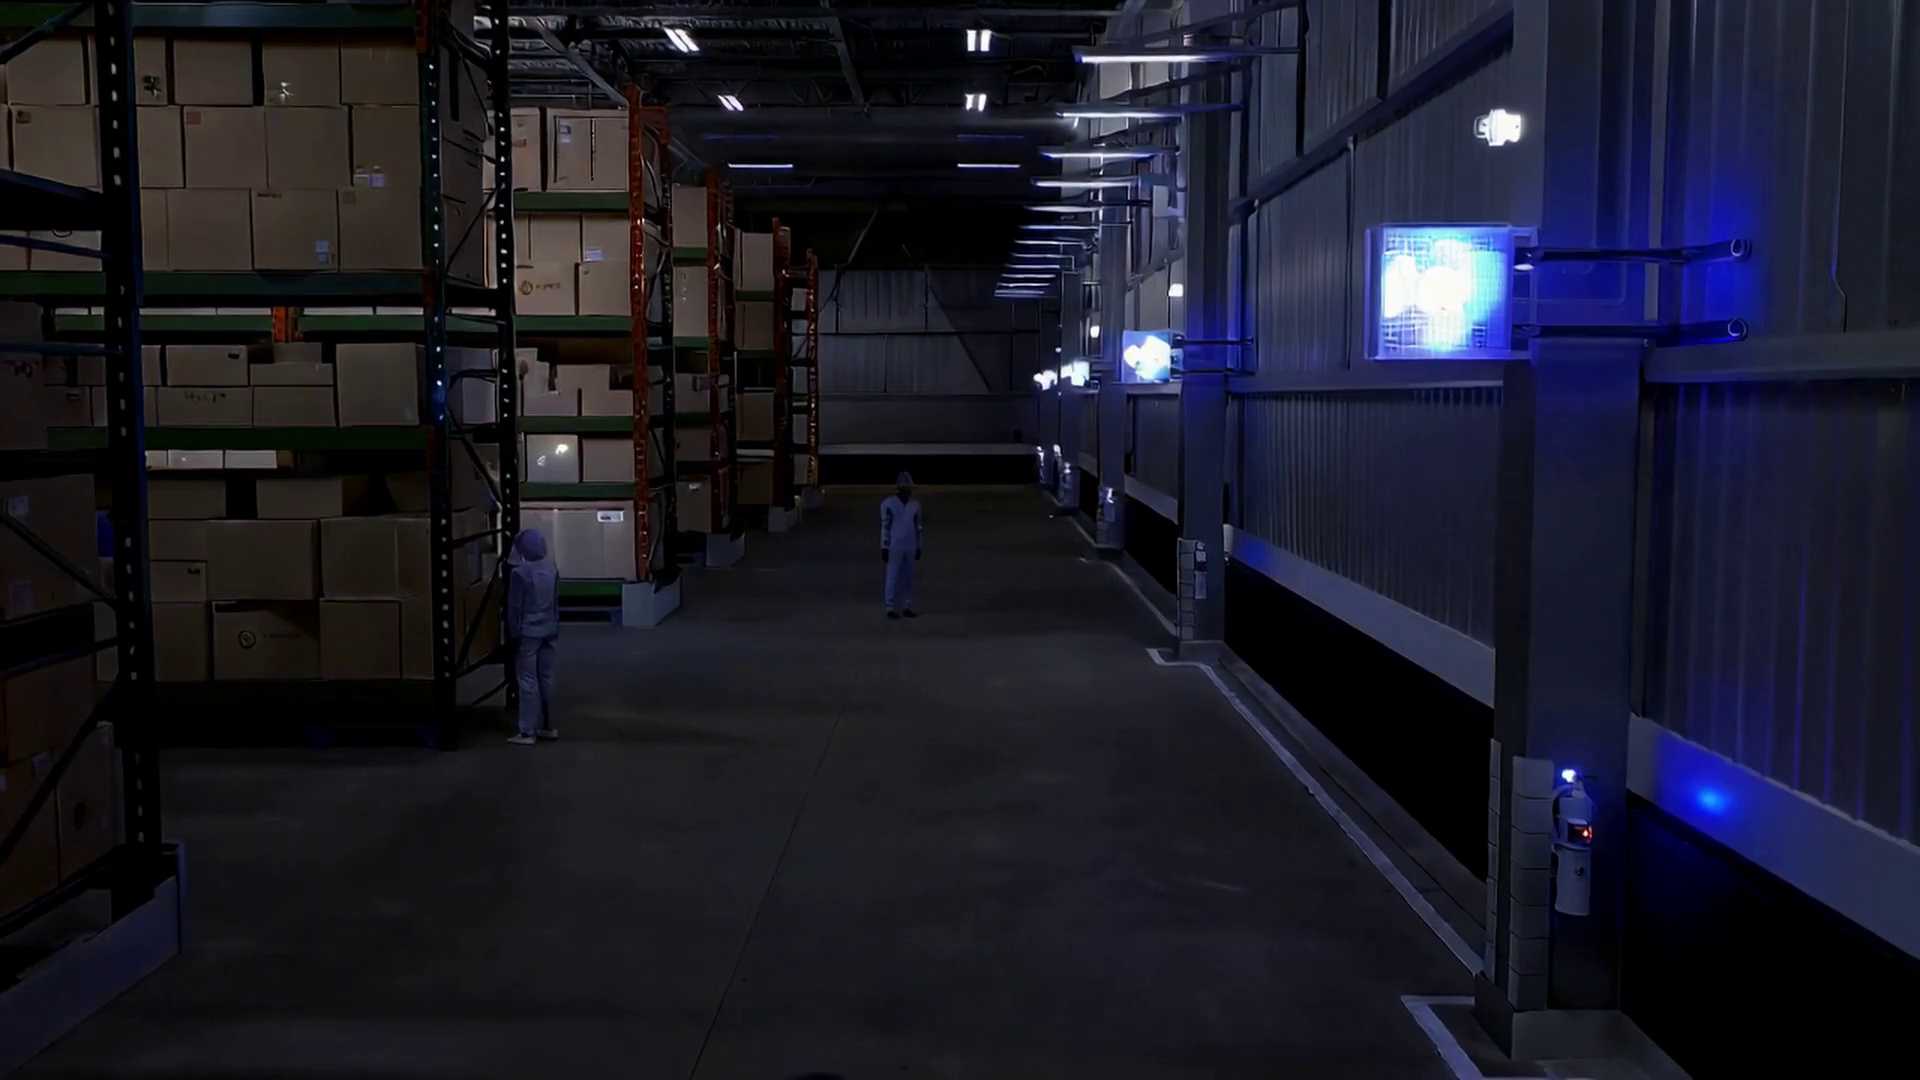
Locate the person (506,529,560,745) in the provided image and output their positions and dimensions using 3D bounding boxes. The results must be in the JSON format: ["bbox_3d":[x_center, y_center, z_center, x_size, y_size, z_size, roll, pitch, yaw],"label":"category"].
[{"bbox_3d":[-3.223,0.730,12.605,0.319,1.631,0.523,3,6,28],"label":"person"}]

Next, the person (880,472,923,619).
[{"bbox_3d":[-0.674,0.063,19.728,0.564,1.743,0.351,-3,6,-31],"label":"person"}]
